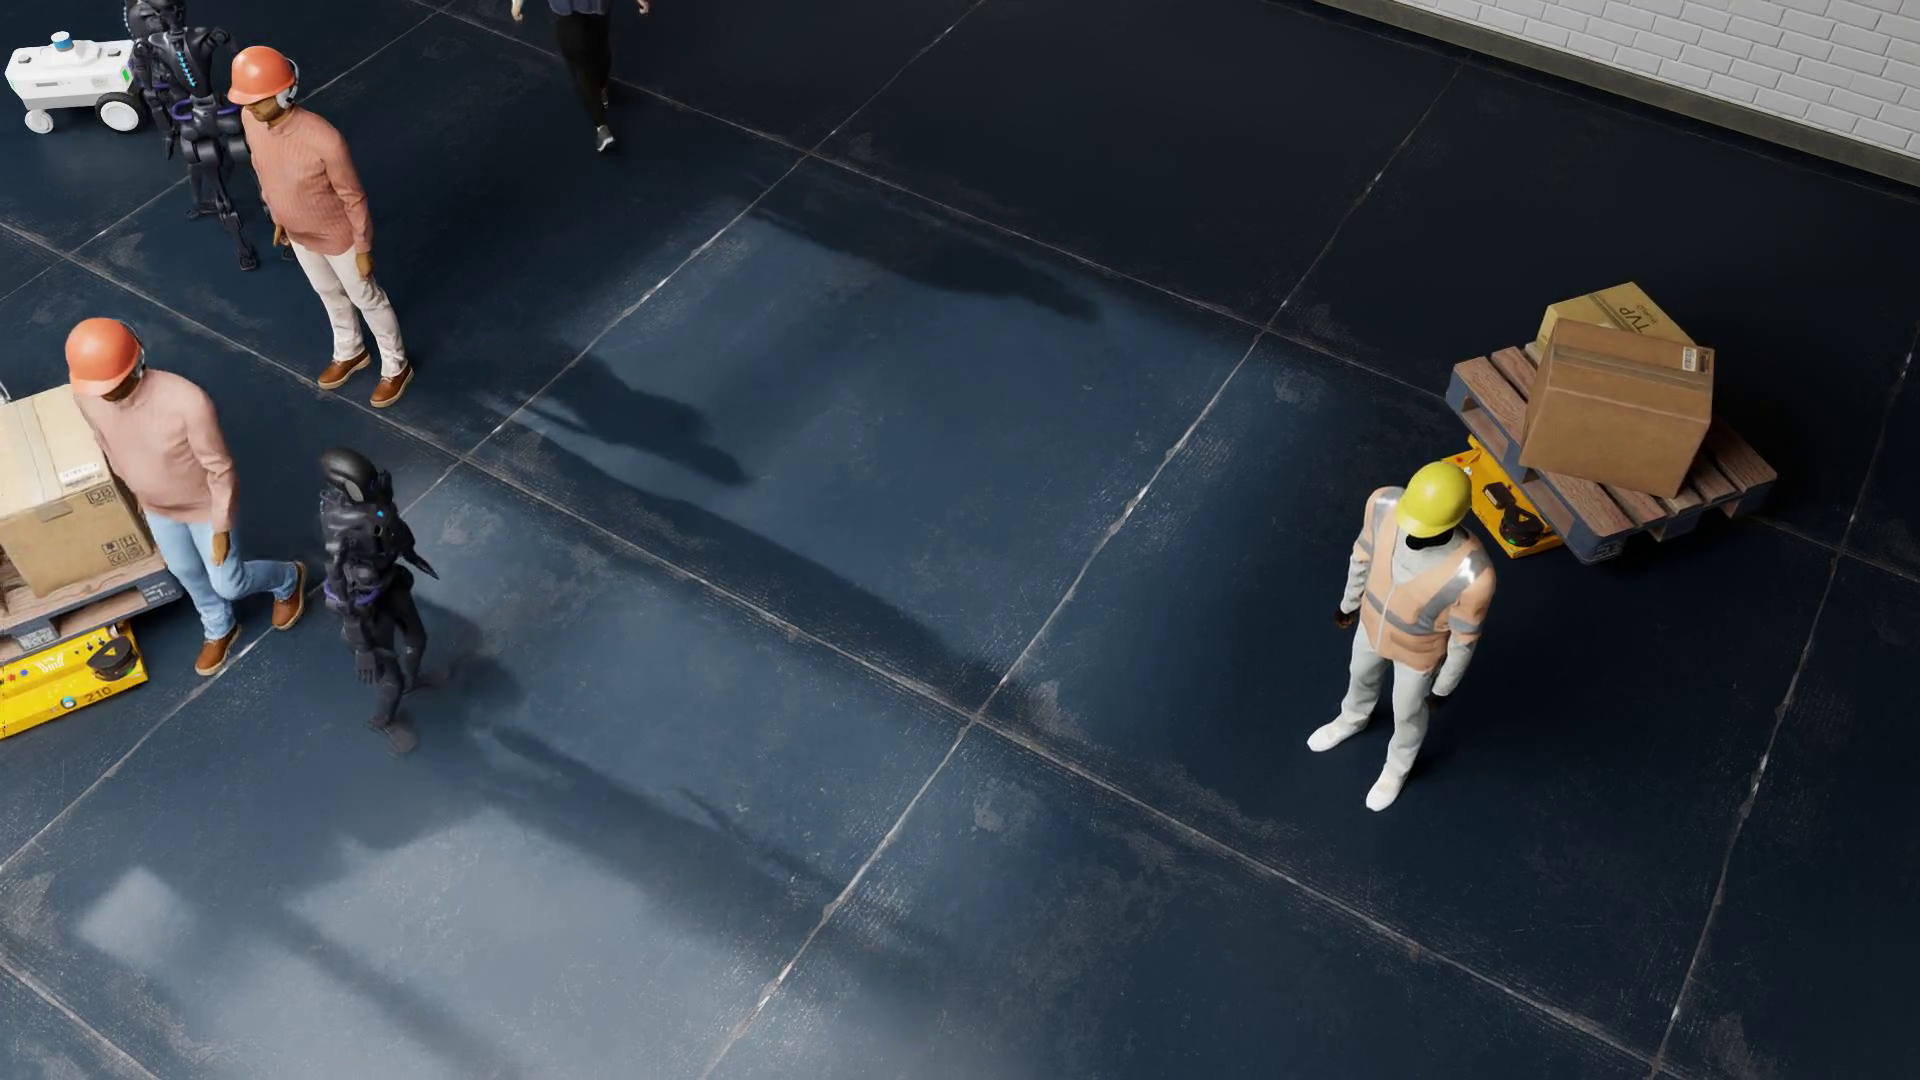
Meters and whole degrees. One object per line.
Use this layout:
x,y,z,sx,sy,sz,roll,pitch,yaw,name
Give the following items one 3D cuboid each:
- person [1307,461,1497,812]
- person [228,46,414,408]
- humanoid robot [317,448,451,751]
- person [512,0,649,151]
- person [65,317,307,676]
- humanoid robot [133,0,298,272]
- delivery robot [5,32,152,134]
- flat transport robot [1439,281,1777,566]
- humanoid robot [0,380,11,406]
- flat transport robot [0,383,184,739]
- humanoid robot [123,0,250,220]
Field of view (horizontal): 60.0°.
1.688,0.367,6.409,0.424,1.913,0.597,-27,54,-22,person
-3.065,-1.479,7.963,0.608,1.995,0.378,21,52,18,person
-2.350,0.219,6.691,0.389,1.633,0.596,7,49,6,humanoid robot
-2.191,-3.121,9.573,0.769,1.716,0.845,-16,51,-13,person
-3.175,-0.206,6.869,0.635,1.972,0.525,10,50,8,person
-3.926,-2.168,8.768,0.599,1.653,0.315,-11,50,-10,humanoid robot
-5.301,-2.781,10.069,0.811,0.613,0.499,-6,49,-5,delivery robot
3.143,-0.377,8.145,1.431,0.231,0.659,-17,51,-14,flat transport robot
-5.169,-1.371,8.050,0.548,1.783,0.870,-34,57,-26,humanoid robot
-4.238,0.234,7.611,0.659,0.231,1.431,-24,53,-20,flat transport robot
-4.242,-2.410,8.992,0.406,1.643,0.612,-19,51,-16,humanoid robot
